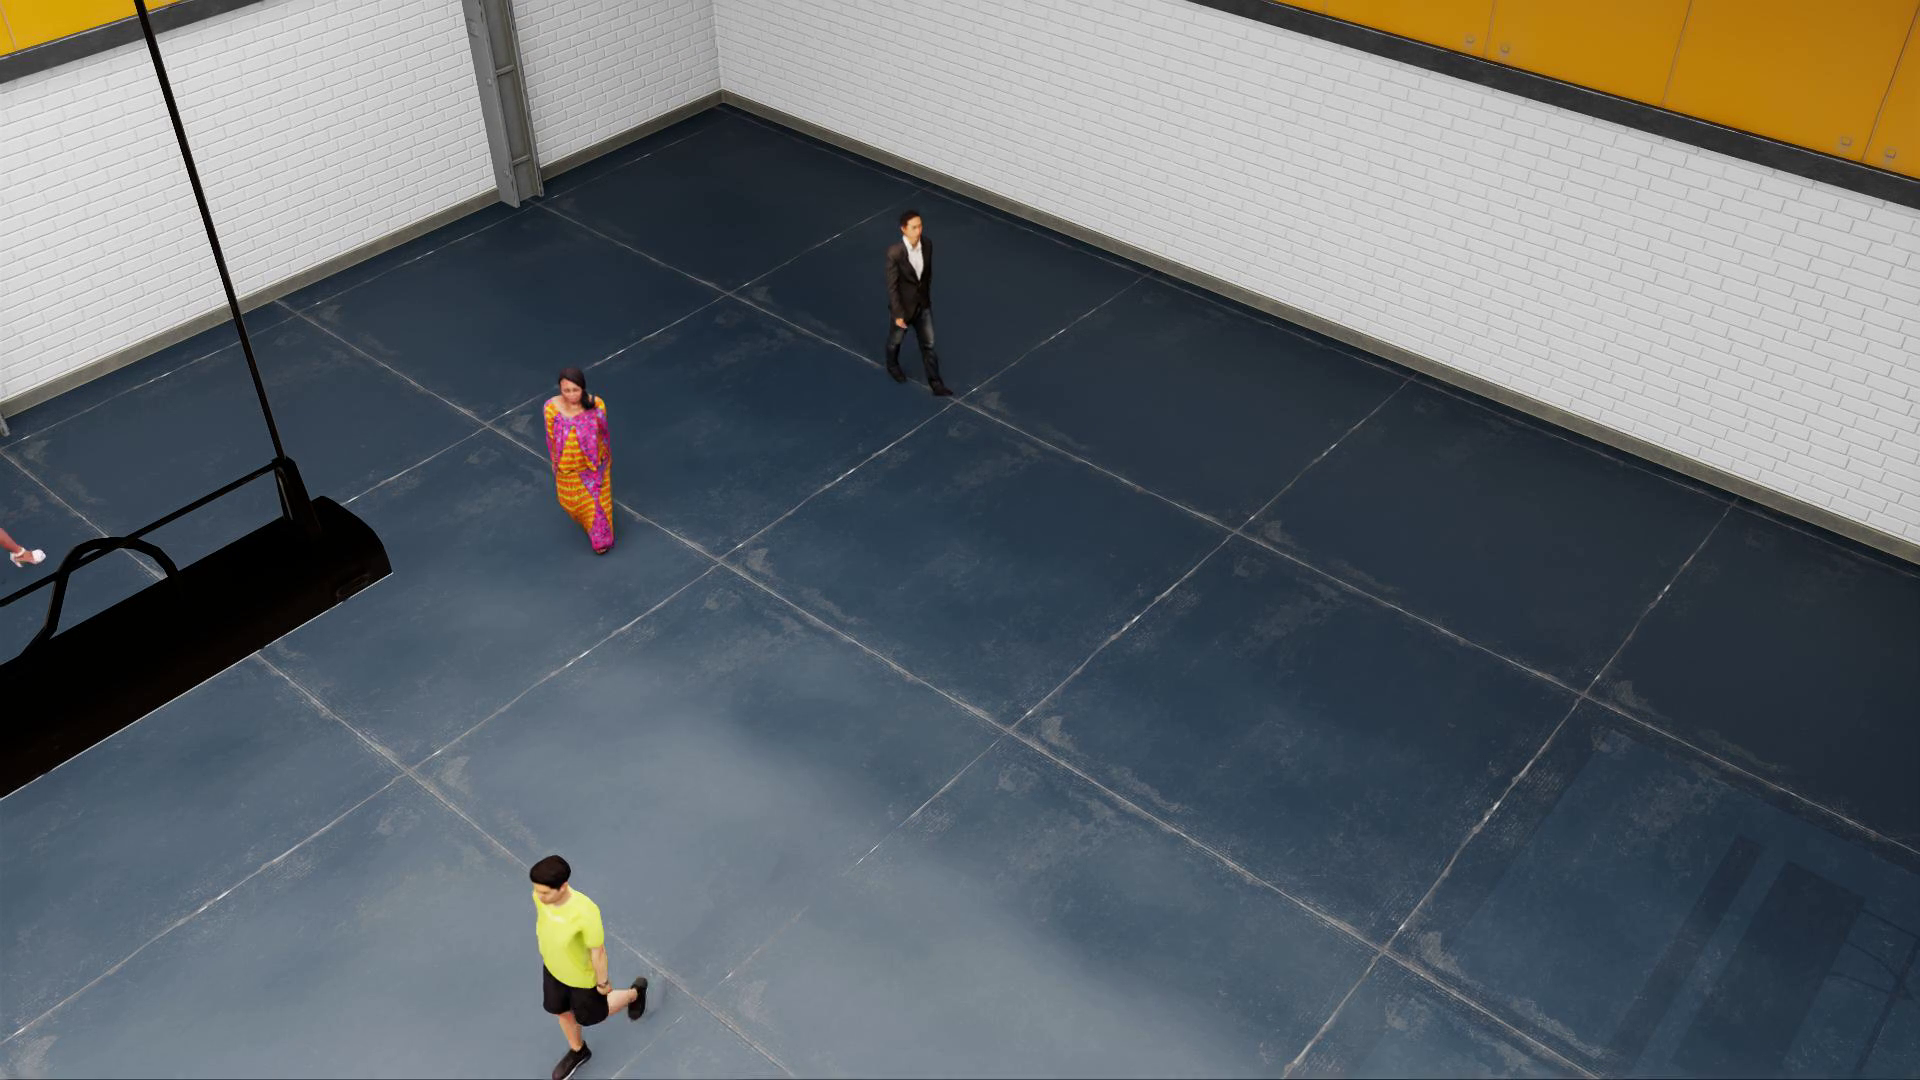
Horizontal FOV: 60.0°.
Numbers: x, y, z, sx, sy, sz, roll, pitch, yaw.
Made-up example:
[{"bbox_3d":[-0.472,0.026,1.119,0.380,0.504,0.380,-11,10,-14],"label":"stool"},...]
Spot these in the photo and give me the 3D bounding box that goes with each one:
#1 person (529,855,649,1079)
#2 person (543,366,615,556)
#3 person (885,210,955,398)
[{"bbox_3d":[-2.123,2.325,9.337,0.706,1.689,0.968,22,44,25],"label":"person"},{"bbox_3d":[-2.983,-0.679,13.118,0.906,1.662,0.952,-6,39,-8],"label":"person"},{"bbox_3d":[-0.510,-2.134,14.863,1.155,1.760,0.963,-23,44,-26],"label":"person"}]
